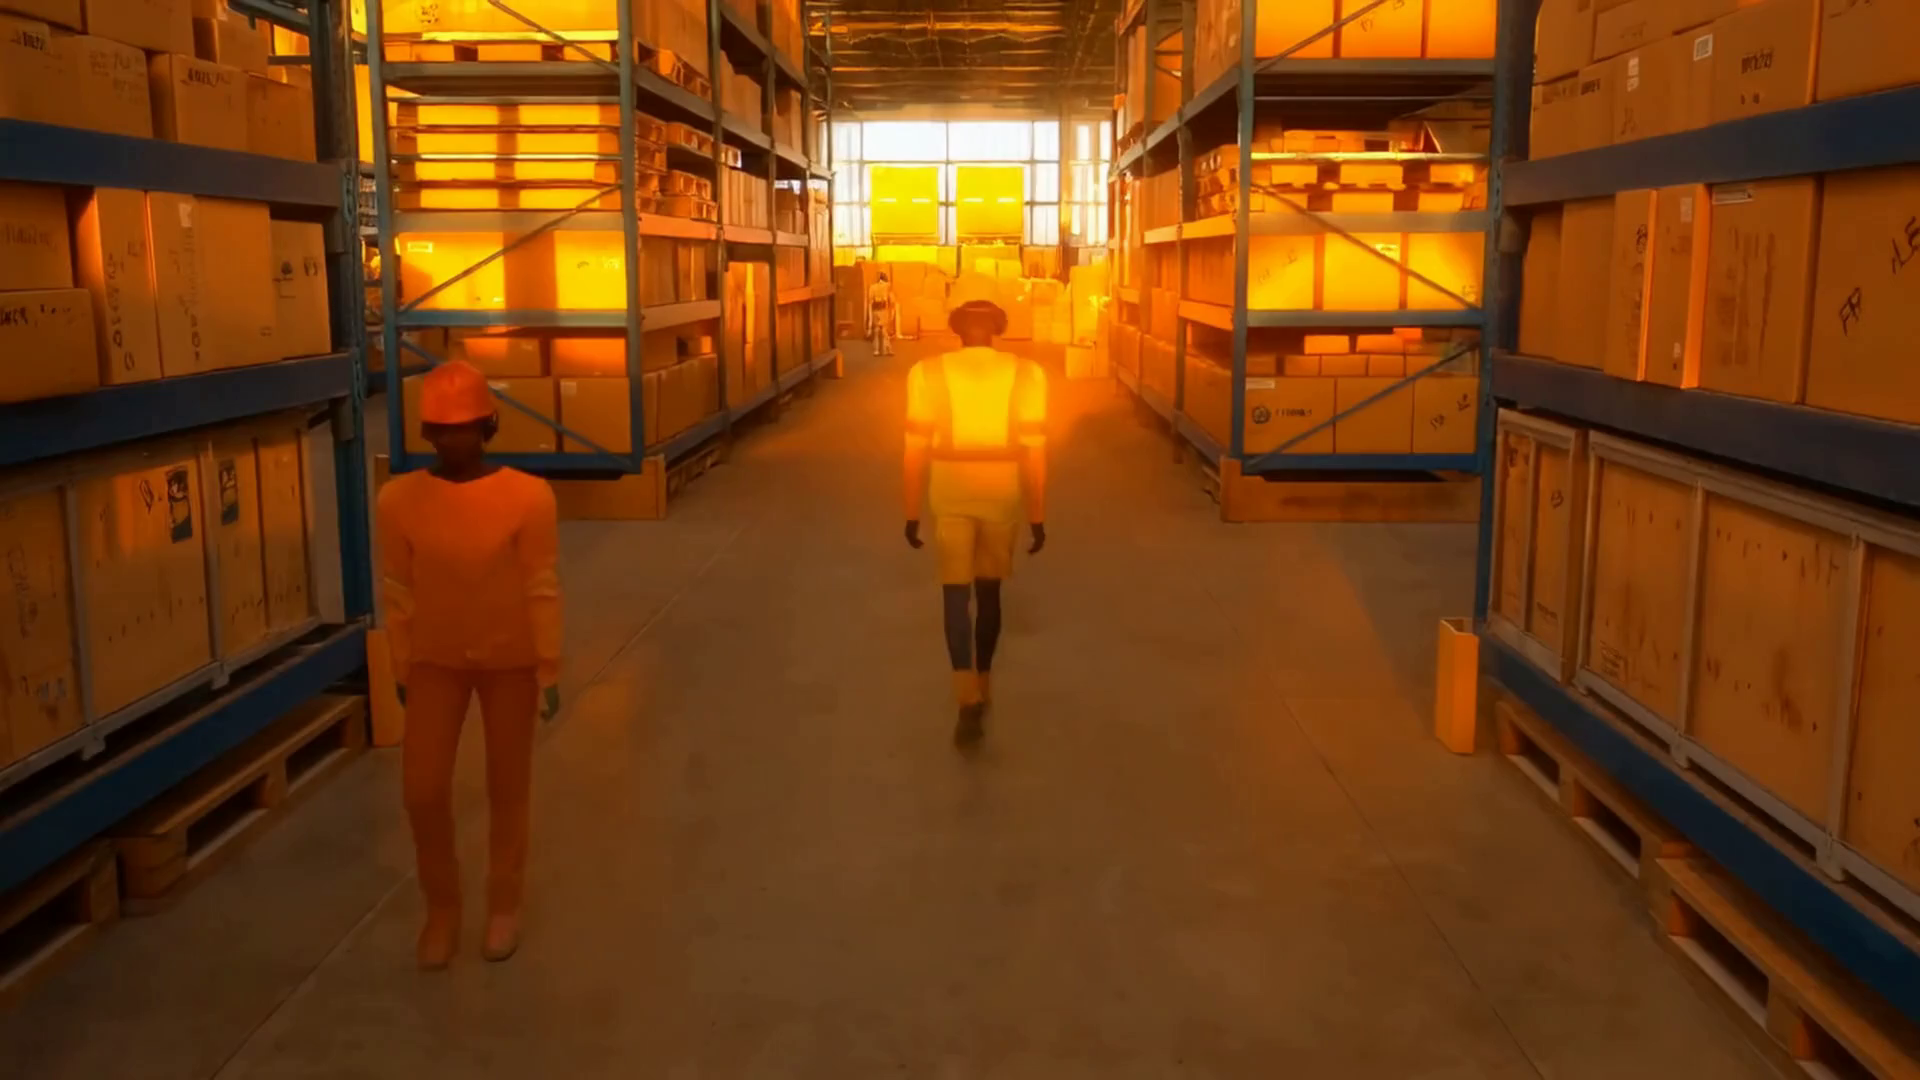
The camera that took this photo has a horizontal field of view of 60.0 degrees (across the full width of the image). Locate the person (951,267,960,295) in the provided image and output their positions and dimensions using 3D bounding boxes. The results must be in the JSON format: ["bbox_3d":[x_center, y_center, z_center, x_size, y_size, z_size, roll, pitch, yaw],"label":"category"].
[{"bbox_3d":[-0.110,-8.284,56.188,1.042,1.895,0.647,-2,10,-11],"label":"person"}]

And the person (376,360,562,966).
[{"bbox_3d":[-1.387,0.365,4.746,0.525,1.752,0.455,-1,10,-6],"label":"person"}]

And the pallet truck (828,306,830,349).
[{"bbox_3d":[-3.100,-3.940,29.800,1.885,1.965,0.823,3,10,19],"label":"pallet truck"}]

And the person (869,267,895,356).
[{"bbox_3d":[-1.703,-4.919,35.919,0.589,1.915,0.398,7,12,37],"label":"person"}]

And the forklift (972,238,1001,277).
[{"bbox_3d":[0.866,-8.550,54.779,1.129,2.768,1.873,0,9,1],"label":"forklift"}]

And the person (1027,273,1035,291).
[{"bbox_3d":[2.539,-8.720,59.502,0.312,1.639,0.520,2,10,10],"label":"person"}]

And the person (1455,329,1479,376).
[{"bbox_3d":[7.215,-2.683,23.407,0.520,1.614,0.675,2,10,11],"label":"person"}]

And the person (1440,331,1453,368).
[{"bbox_3d":[9.386,-4.217,31.612,0.977,1.933,0.651,-2,10,-15],"label":"person"}]

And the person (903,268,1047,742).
[{"bbox_3d":[0.070,-0.161,7.175,0.615,2.008,0.998,-1,10,-6],"label":"person"}]
